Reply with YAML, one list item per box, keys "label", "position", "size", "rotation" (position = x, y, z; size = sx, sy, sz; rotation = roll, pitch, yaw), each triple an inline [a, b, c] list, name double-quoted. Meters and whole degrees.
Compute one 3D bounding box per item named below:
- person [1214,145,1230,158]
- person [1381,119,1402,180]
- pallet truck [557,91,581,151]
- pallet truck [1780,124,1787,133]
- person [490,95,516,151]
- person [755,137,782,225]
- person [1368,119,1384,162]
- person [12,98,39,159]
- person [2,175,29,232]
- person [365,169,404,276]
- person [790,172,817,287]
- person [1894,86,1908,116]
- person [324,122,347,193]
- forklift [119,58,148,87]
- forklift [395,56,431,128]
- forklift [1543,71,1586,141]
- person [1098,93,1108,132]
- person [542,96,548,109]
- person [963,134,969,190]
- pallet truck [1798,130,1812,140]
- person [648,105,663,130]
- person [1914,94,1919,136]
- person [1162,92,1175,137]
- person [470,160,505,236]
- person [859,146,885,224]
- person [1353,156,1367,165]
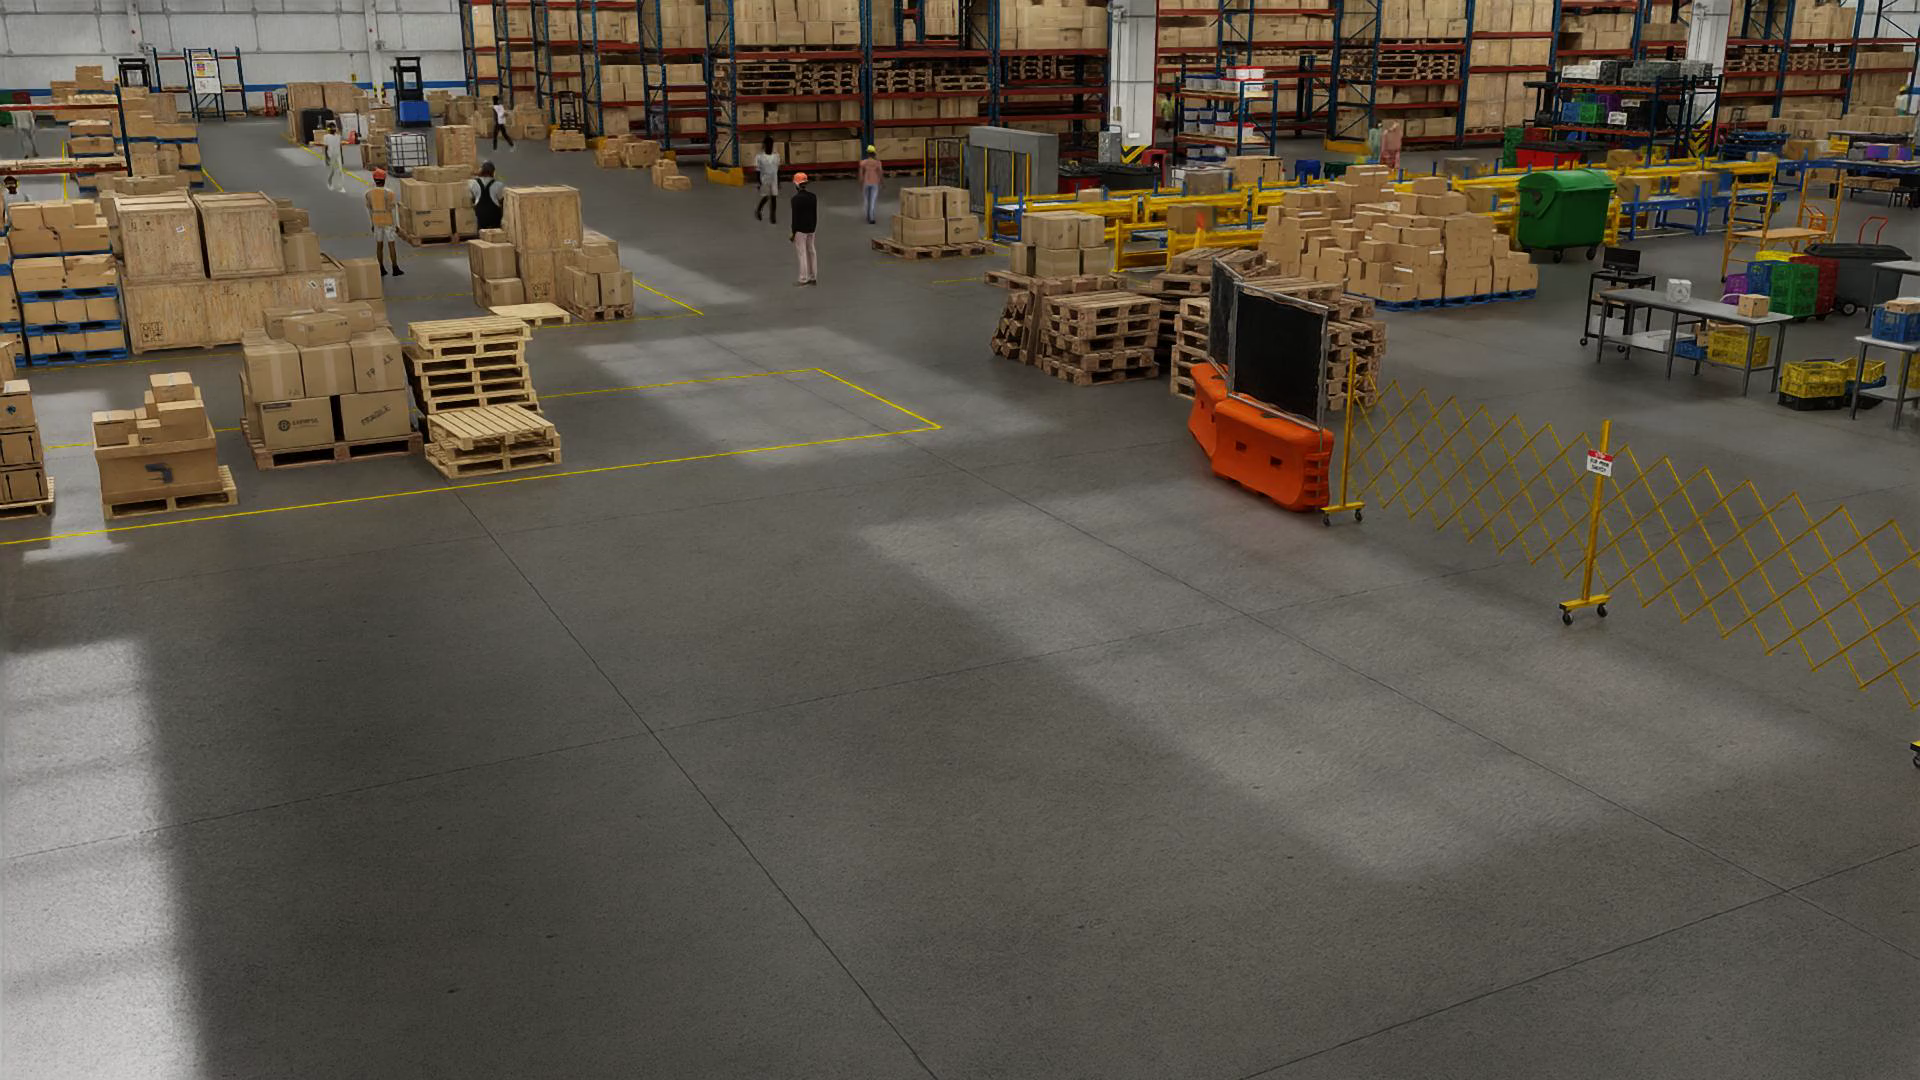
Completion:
- label: "person"
  position: [7.285, -10.780, 46.381]
  size: [0.512, 1.682, 0.540]
  rotation: [-13, 22, -36]
- label: "person"
  position: [11.626, -10.351, 44.746]
  size: [0.651, 1.857, 0.954]
  rotation: [-3, 18, -11]
- label: "pallet truck"
  position: [-13.495, -14.412, 57.188]
  size: [0.823, 1.965, 1.885]
  rotation: [-3, 18, -9]
- label: "pallet truck"
  position: [25.206, -12.542, 52.601]
  size: [1.601, 1.201, 0.680]
  rotation: [0, 18, -2]
- label: "person"
  position: [-15.663, -14.201, 56.724]
  size: [0.917, 1.890, 0.606]
  rotation: [7, 19, 21]
- label: "person"
  position: [-4.367, -8.155, 37.753]
  size: [0.609, 1.954, 0.526]
  rotation: [-12, 21, -33]
- label: "person"
  position: [12.248, -11.619, 49.094]
  size: [0.501, 1.621, 0.427]
  rotation: [-9, 20, -27]
- label: "person"
  position: [-30.563, -13.456, 54.381]
  size: [0.656, 1.893, 0.985]
  rotation: [-6, 19, -18]
- label: "person"
  position: [-17.011, -5.643, 30.056]
  size: [0.526, 1.869, 0.315]
  rotation: [-11, 21, -30]
- label: "person"
  position: [-10.548, -5.807, 30.457]
  size: [0.543, 1.938, 0.356]
  rotation: [1, 18, 3]
- label: "person"
  position: [-2.758, -5.455, 29.267]
  size: [0.379, 1.996, 0.608]
  rotation: [13, 22, 35]
- label: "person"
  position: [37.440, -17.156, 66.149]
  size: [0.673, 1.748, 0.534]
  rotation: [-8, 19, -23]
- label: "person"
  position: [-16.722, -10.215, 44.368]
  size: [0.518, 1.845, 0.797]
  rotation: [-17, 24, -42]
- label: "forklift"
  position: [-32.353, -17.503, 65.400]
  size: [1.129, 2.768, 1.873]
  rotation: [-9, 20, -26]
- label: "forklift"
  position: [-22.359, -18.242, 67.707]
  size: [1.129, 2.768, 1.873]
  rotation: [-9, 20, -26]
- label: "forklift"
  position: [18.685, -13.231, 52.085]
  size: [1.873, 2.768, 1.129]
  rotation: [-9, 20, -26]
- label: "person"
  position: [5.486, -16.568, 63.875]
  size: [0.616, 2.029, 0.598]
  rotation: [-15, 23, -39]
- label: "person"
  position: [-16.778, -17.561, 67.582]
  size: [0.521, 1.638, 0.311]
  rotation: [7, 19, 22]
- label: "person"
  position: [0.267, -9.597, 42.721]
  size: [0.852, 1.663, 0.541]
  rotation: [-16, 24, -41]
- label: "pallet truck"
  position: [25.526, -11.556, 49.408]
  size: [1.630, 1.274, 0.653]
  rotation: [-9, 20, -26]
- label: "person"
  position: [-11.543, -15.940, 62.252]
  size: [0.889, 1.802, 0.663]
  rotation: [-8, 19, -23]
- label: "person"
  position: [36.970, -16.492, 63.749]
  size: [0.613, 1.949, 0.380]
  rotation: [0, 18, 0]
- label: "person"
  position: [7.886, -16.193, 63.252]
  size: [0.533, 1.676, 0.704]
  rotation: [-7, 19, -21]
- label: "person"
  position: [-8.942, -6.240, 31.642]
  size: [0.680, 2.000, 1.022]
  rotation: [0, 18, 1]
- label: "person"
  position: [-2.002, -8.142, 38.086]
  size: [0.546, 1.729, 0.875]
  rotation: [4, 18, 12]
- label: "person"
  position: [8.487, -7.253, 35.249]
  size: [0.485, 1.751, 0.544]
  rotation: [-5, 19, -16]
